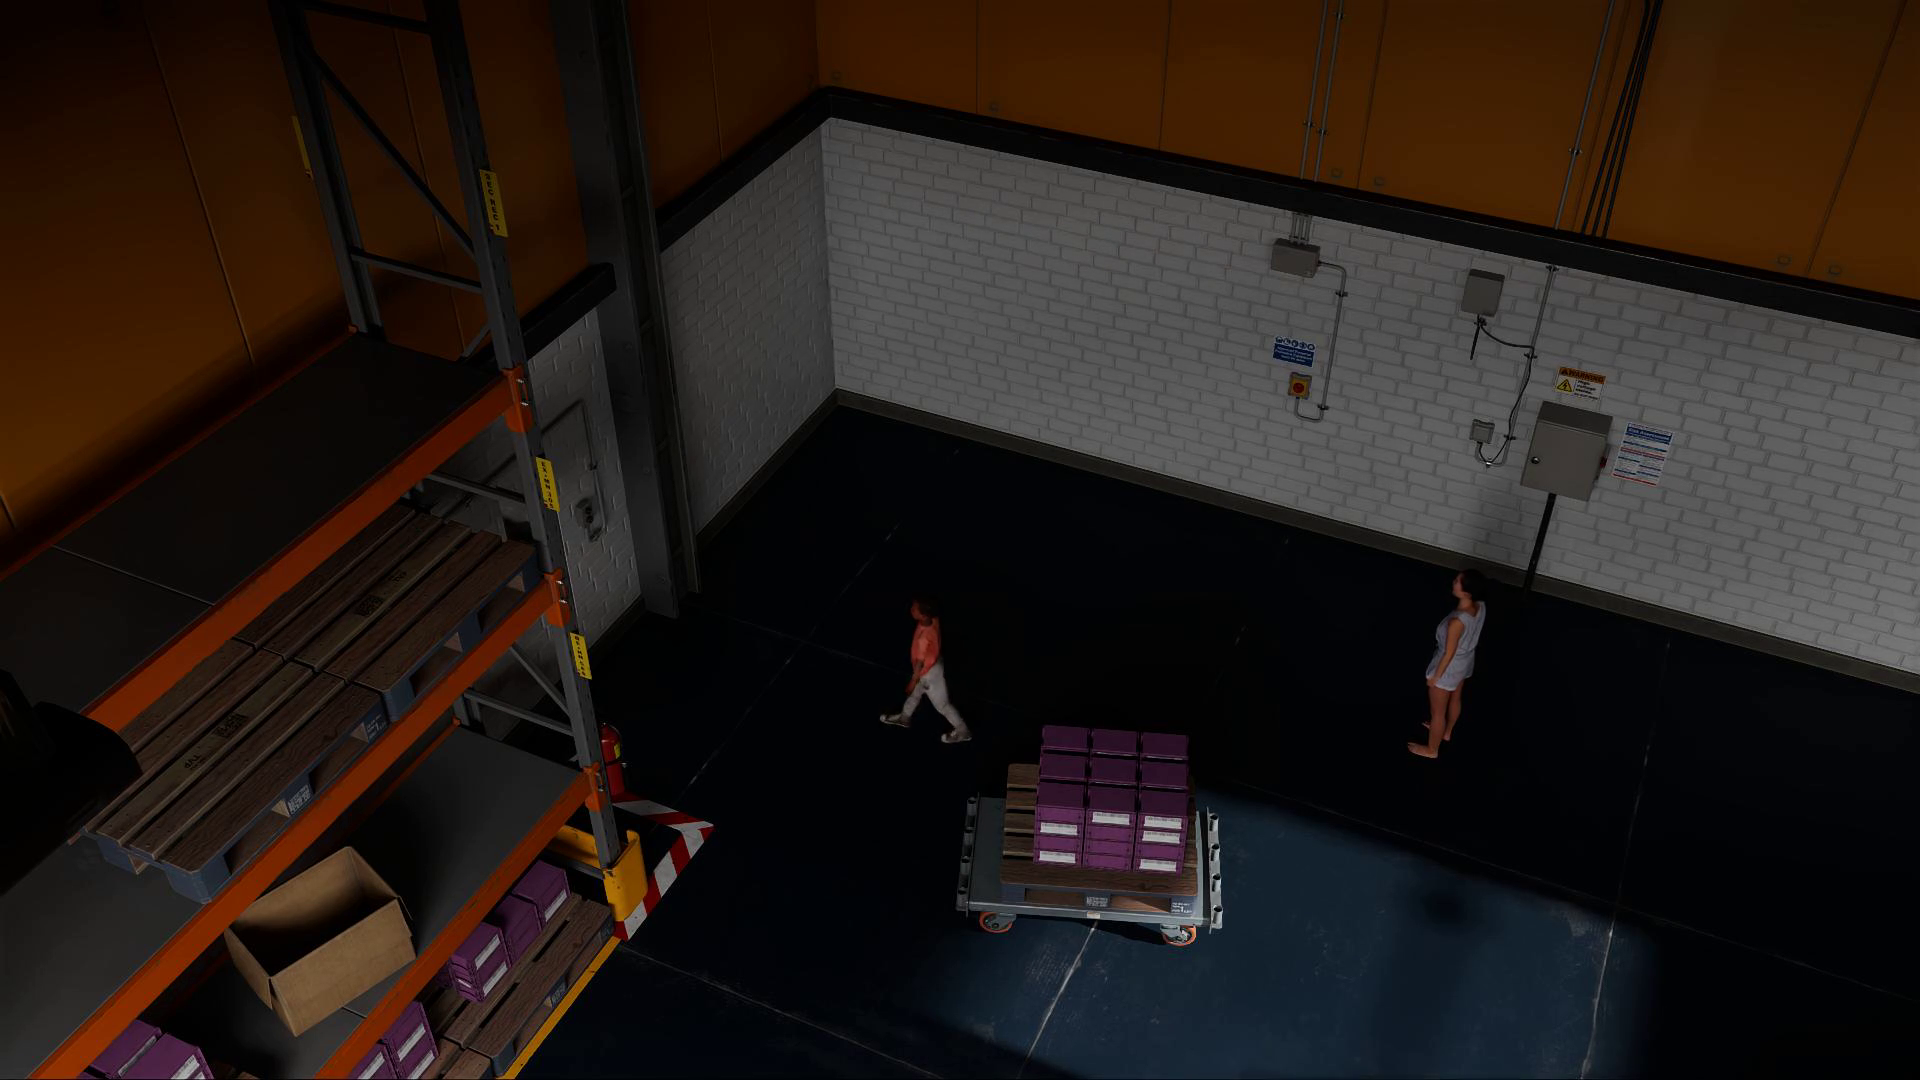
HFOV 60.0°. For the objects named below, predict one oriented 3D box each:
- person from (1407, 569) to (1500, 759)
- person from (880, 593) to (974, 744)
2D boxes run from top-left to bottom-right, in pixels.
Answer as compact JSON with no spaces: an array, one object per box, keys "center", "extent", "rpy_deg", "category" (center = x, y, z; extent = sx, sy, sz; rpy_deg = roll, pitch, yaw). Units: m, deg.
[{"center":[3.368,0.833,11.361],"extent":[0.679,1.609,0.555],"rpy_deg":[27,46,30],"category":"person"},{"center":[-0.149,0.912,11.523],"extent":[0.710,1.282,0.901],"rpy_deg":[7,39,8],"category":"person"}]
